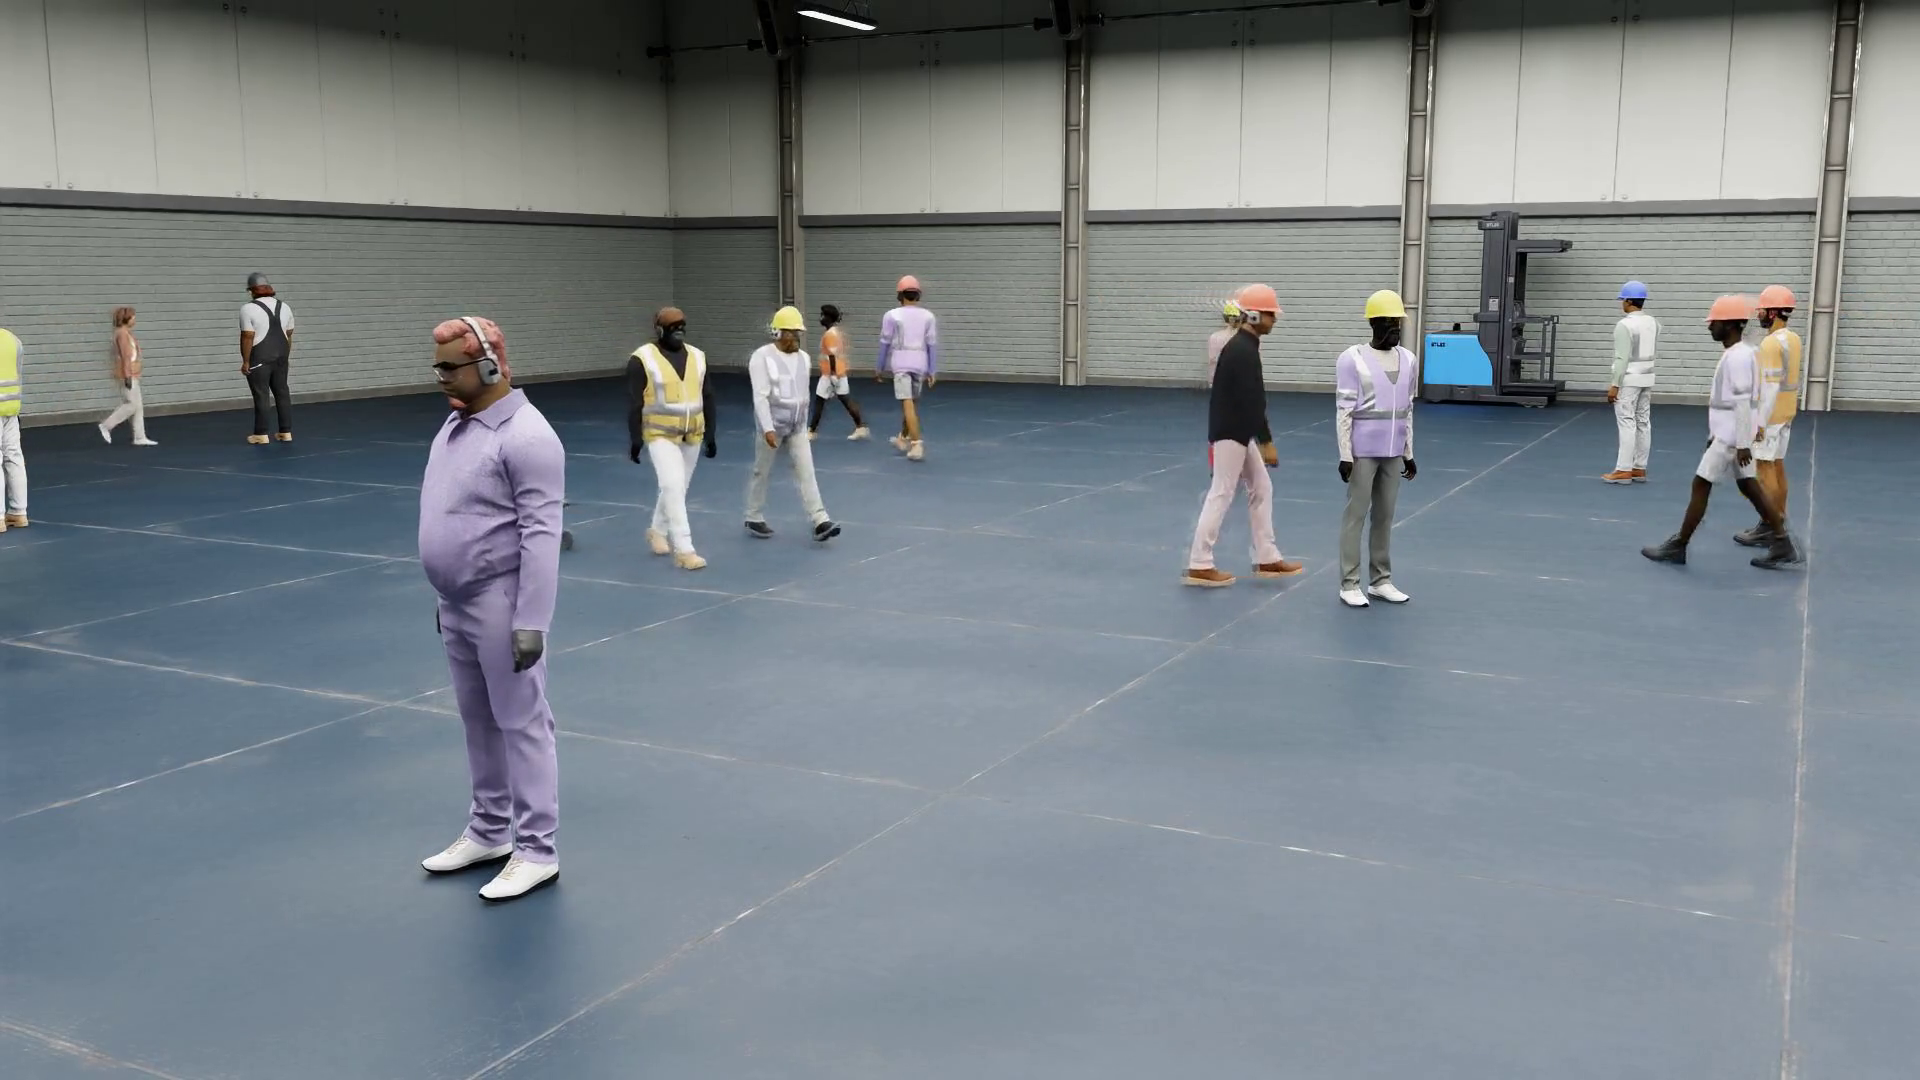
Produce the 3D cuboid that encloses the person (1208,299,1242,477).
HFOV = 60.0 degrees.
[{"bbox_3d":[2.703,-1.508,16.564,0.522,1.768,0.313,-5,10,-27],"label":"person"}]

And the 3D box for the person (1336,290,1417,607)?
[{"bbox_3d":[2.569,-0.563,10.231,0.588,1.930,0.364,-5,10,-27],"label":"person"}]

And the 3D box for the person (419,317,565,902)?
[{"bbox_3d":[-1.567,0.220,5.495,0.407,1.902,0.639,-9,13,-43],"label":"person"}]

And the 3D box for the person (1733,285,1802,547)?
[{"bbox_3d":[6.063,-0.932,12.480,0.362,1.935,0.553,8,12,42],"label":"person"}]

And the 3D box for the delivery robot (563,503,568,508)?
[{"bbox_3d":[-3.250,-0.358,12.241,0.698,0.223,0.335,2,9,12],"label":"delivery robot"}]

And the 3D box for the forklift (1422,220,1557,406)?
[{"bbox_3d":[8.245,-3.527,25.720,1.873,2.768,1.129,5,10,27],"label":"forklift"}]

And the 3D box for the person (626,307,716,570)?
[{"bbox_3d":[-2.043,-0.745,11.745,0.636,1.807,0.922,-8,12,-40],"label":"person"}]

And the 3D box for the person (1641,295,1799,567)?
[{"bbox_3d":[5.369,-0.748,11.535,1.005,1.886,0.563,5,10,27],"label":"person"}]

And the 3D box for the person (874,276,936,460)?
[{"bbox_3d":[-0.591,-1.896,18.277,0.611,1.987,1.052,-5,11,-29],"label":"person"}]

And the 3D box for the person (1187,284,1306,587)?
[{"bbox_3d":[1.914,-0.670,10.802,0.906,1.949,0.665,1,9,8],"label":"person"}]

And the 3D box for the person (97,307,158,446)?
[{"bbox_3d":[-9.724,-1.884,19.322,0.517,1.623,0.532,-4,10,-21],"label":"person"}]

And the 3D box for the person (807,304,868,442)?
[{"bbox_3d":[-1.524,-1.993,19.905,0.896,1.651,0.541,1,9,7],"label":"person"}]

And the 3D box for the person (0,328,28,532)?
[{"bbox_3d":[-7.672,-0.991,13.139,0.430,1.845,0.619,1,9,9],"label":"person"}]

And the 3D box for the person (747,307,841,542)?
[{"bbox_3d":[-1.321,-0.872,12.623,0.595,1.776,0.958,-8,12,-41],"label":"person"}]

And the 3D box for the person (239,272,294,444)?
[{"bbox_3d":[-8.349,-2.168,19.919,0.538,2.000,0.683,5,11,29],"label":"person"}]

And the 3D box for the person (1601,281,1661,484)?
[{"bbox_3d":[6.497,-1.523,16.094,0.602,1.949,0.391,-6,11,-35],"label":"person"}]
